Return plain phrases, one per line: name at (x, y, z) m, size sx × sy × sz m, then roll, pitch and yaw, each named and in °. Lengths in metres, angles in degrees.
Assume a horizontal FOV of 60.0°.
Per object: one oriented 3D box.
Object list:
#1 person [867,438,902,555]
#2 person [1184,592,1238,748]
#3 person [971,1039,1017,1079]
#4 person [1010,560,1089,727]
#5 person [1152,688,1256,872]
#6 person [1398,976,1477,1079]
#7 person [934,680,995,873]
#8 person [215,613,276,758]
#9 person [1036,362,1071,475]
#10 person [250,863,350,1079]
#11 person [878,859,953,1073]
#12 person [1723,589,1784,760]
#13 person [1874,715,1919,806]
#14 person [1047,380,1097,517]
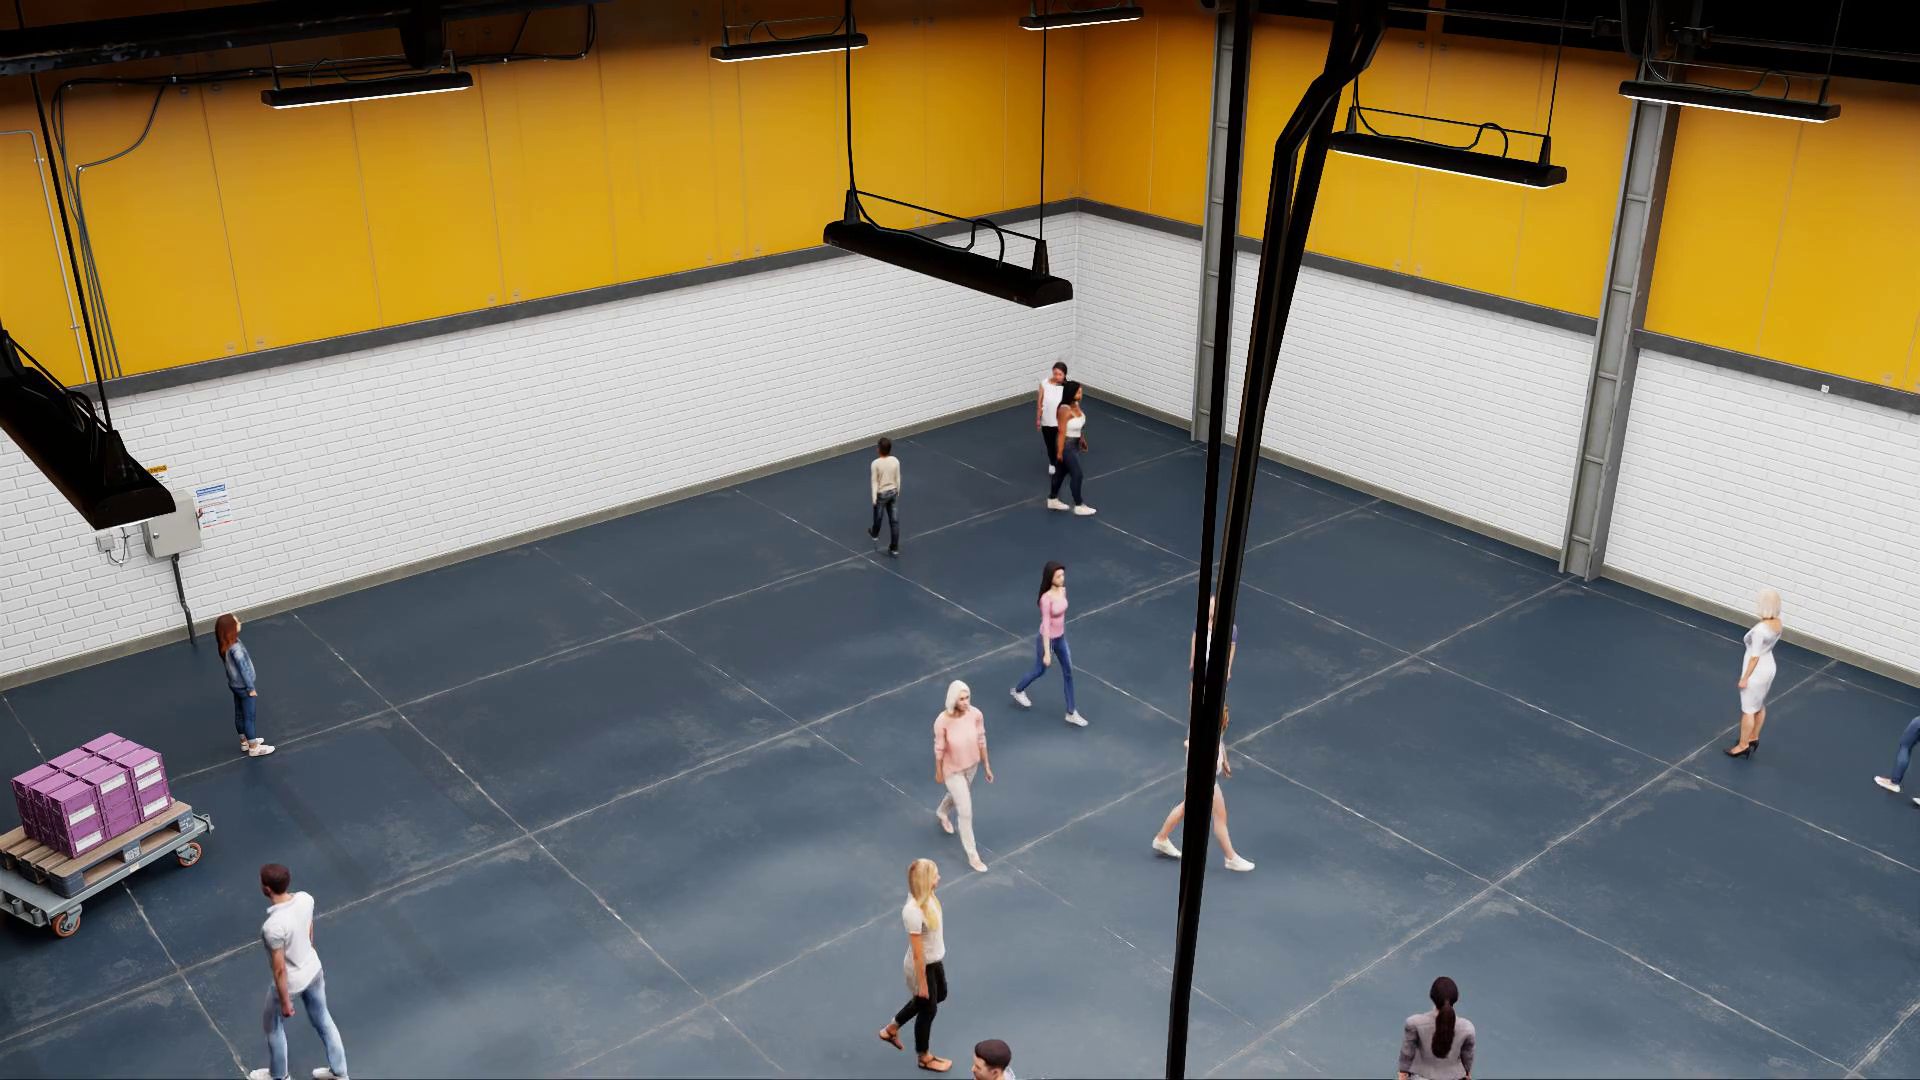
person at (-0.873, -0.505, 20.291) m, size 0.751 × 1.427 × 1.047 m, roll -10°, pitch 25°, yaw -21°
person at (2.406, 1.258, 15.984) m, size 0.586 × 1.647 × 0.721 m, roll 13°, pitch 27°, yaw 28°
person at (0.307, 3.749, 10.035) m, size 0.870 × 1.847 × 0.747 m, roll -4°, pitch 24°, yaw -10°
person at (0.835, 0.994, 16.523) m, size 1.187 × 1.700 × 0.779 m, roll 16°, pitch 28°, yaw 32°
person at (1.989, 2.016, 14.164) m, size 1.202 × 1.717 × 0.984 m, roll 8°, pitch 25°, yaw 17°
person at (3.033, 3.590, 10.664) m, size 1.118 × 1.637 × 1.112 m, roll 5°, pitch 24°, yaw 11°
person at (-0.038, 1.941, 14.377) m, size 0.702 × 1.683 × 1.178 m, roll -14°, pitch 27°, yaw -29°
person at (-6.889, 1.378, 15.922) m, size 0.632 × 1.477 × 0.457 m, roll -22°, pitch 32°, yaw -40°
person at (1.308, -1.626, 22.582) m, size 1.114 × 1.647 × 1.103 m, roll 5°, pitch 24°, yaw 12°
person at (-4.538, 3.082, 11.591) m, size 1.056 × 1.824 × 0.960 m, roll 6°, pitch 24°, yaw 13°
person at (-0.354, 3.009, 11.767) m, size 0.926 × 1.817 × 0.868 m, roll 2°, pitch 24°, yaw 4°
person at (7.604, 1.269, 15.832) m, size 0.560 × 1.750 × 0.507 m, roll -17°, pitch 29°, yaw -34°
person at (8.853, 1.680, 14.942) m, size 0.808 × 1.708 × 0.948 m, roll -5°, pitch 24°, yaw -10°
person at (1.294, -1.199, 21.435) m, size 1.047 × 1.783 × 0.929 m, roll 6°, pitch 24°, yaw 14°
